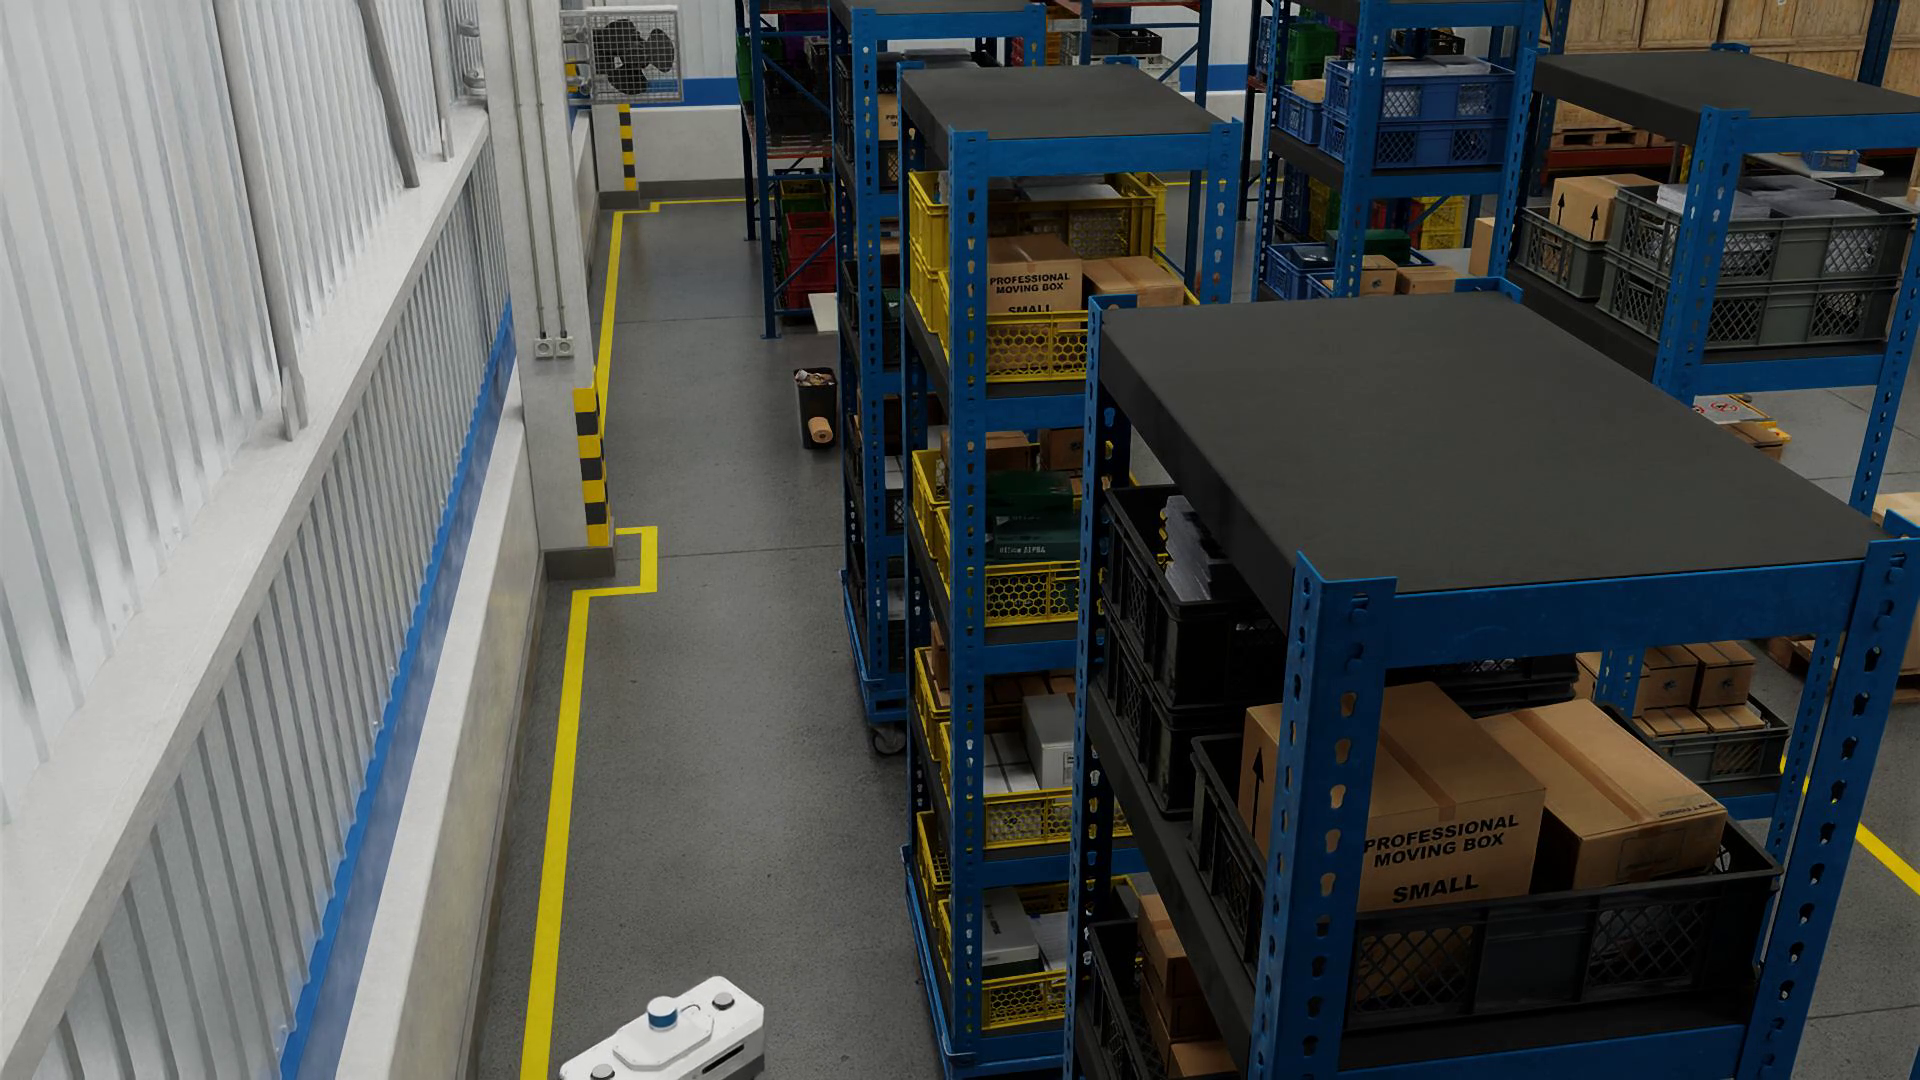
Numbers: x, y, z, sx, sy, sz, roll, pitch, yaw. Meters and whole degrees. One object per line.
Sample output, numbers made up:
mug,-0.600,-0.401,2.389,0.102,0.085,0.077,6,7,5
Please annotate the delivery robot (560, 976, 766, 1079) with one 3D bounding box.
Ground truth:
delivery robot,-1.029,1.827,5.848,0.477,0.478,0.707,22,33,40

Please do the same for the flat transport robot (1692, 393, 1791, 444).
flat transport robot,5.224,-0.859,12.132,1.431,0.197,0.652,-4,25,-8

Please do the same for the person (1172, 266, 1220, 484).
person,1.589,-0.992,10.792,0.512,1.642,0.311,6,25,13

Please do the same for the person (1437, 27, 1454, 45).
person,5.344,-4.803,18.727,0.636,1.939,0.365,14,28,28
